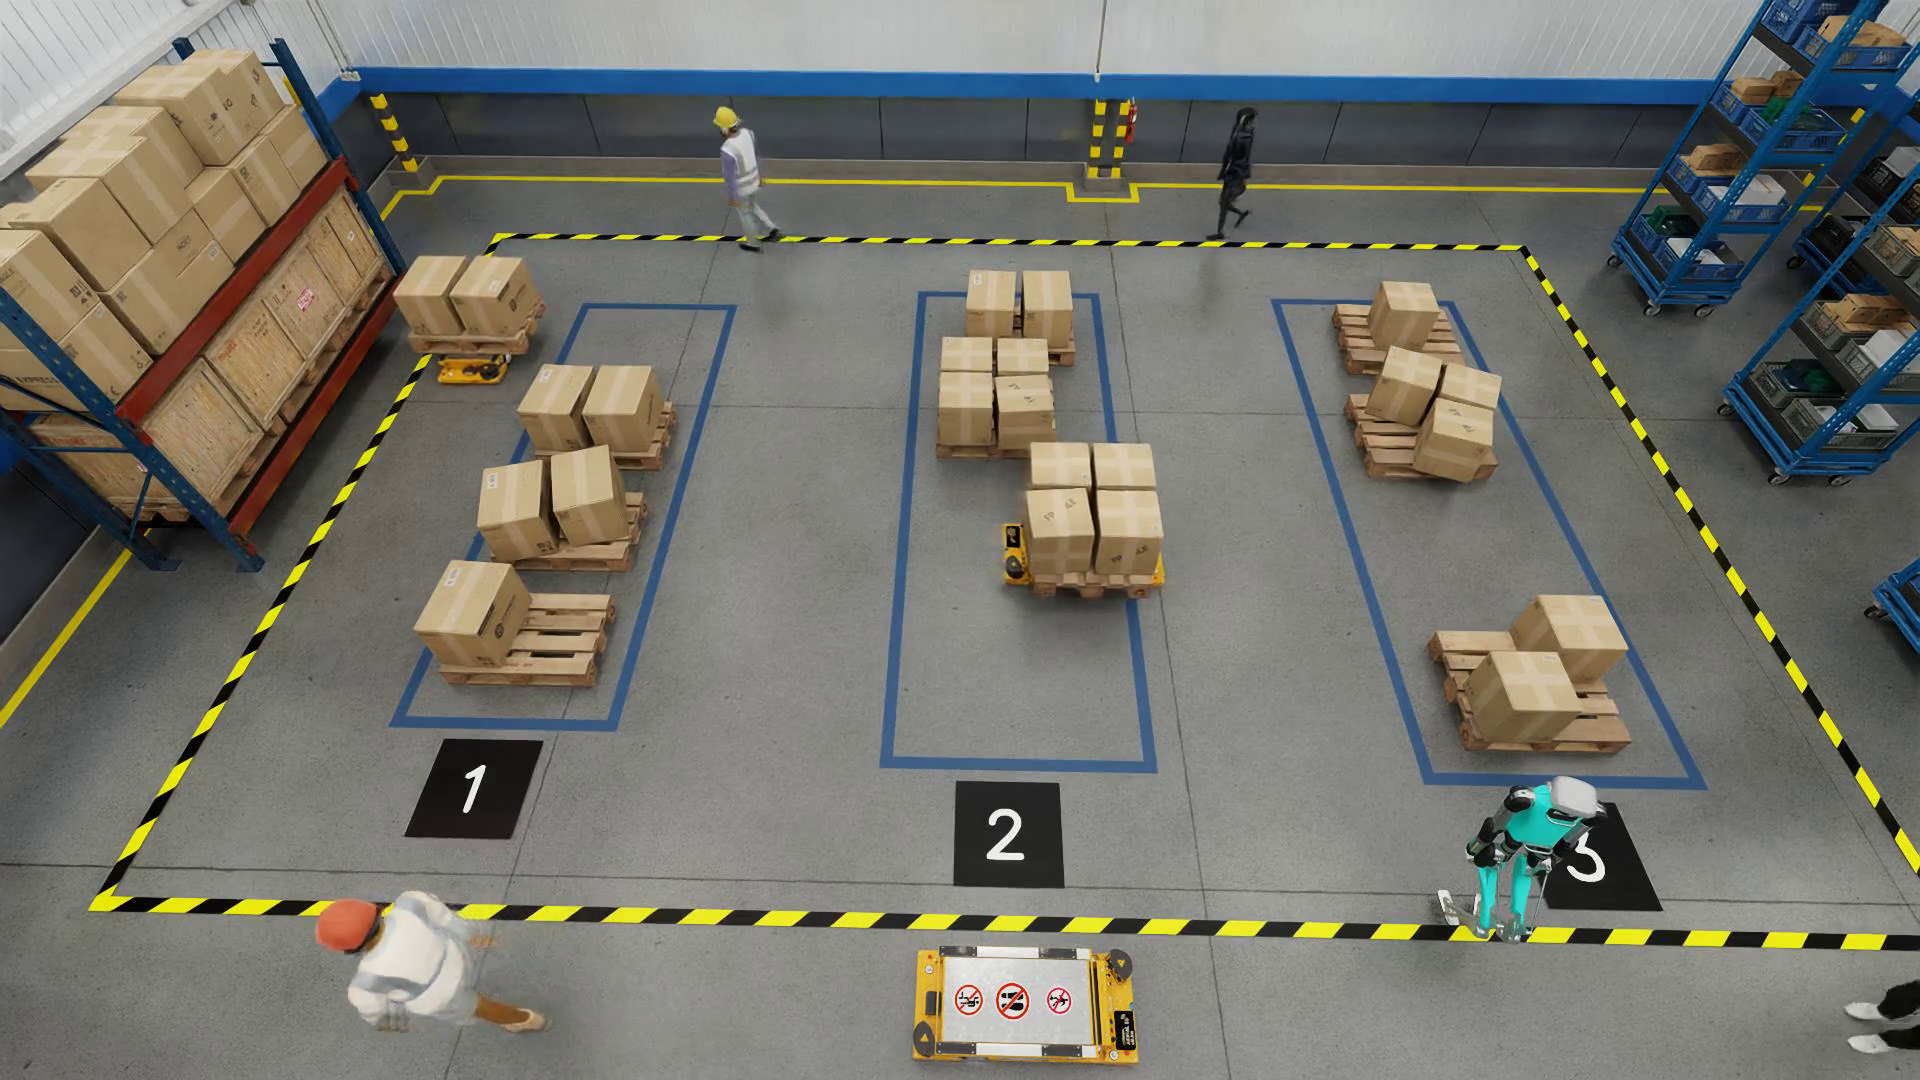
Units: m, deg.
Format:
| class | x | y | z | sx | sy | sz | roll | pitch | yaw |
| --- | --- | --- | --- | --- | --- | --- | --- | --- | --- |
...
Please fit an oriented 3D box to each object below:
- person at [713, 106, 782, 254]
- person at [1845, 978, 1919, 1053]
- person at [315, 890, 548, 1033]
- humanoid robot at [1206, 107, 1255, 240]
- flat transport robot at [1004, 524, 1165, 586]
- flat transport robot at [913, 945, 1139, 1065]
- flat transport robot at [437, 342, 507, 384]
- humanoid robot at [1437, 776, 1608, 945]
| class | x | y | z | sx | sy | sz | roll | pitch | yaw |
| --- | --- | --- | --- | --- | --- | --- | --- | --- | --- |
| person | -2.570 | -4.270 | 10.969 | 0.495 | 1.820 | 0.602 | 16 | 53 | 13 |
| person | 5.923 | 2.679 | 5.295 | 0.421 | 1.840 | 0.590 | -3 | 51 | -3 |
| person | -3.192 | 2.518 | 5.322 | 1.038 | 1.993 | 0.616 | 2 | 51 | 1 |
| humanoid robot | 3.438 | -4.459 | 11.215 | 0.526 | 1.646 | 0.603 | -7 | 51 | -6 |
| flat transport robot | 1.128 | 0.097 | 8.389 | 1.431 | 0.197 | 0.652 | 1 | 51 | 1 |
| flat transport robot | 0.422 | 3.041 | 6.007 | 1.431 | 0.231 | 0.659 | 1 | 51 | 1 |
| flat transport robot | -5.329 | -2.308 | 10.350 | 0.652 | 0.197 | 1.431 | 1 | 51 | 1 |
| humanoid robot | 3.481 | 2.128 | 5.717 | 0.533 | 1.677 | 0.735 | 10 | 51 | 8 |
